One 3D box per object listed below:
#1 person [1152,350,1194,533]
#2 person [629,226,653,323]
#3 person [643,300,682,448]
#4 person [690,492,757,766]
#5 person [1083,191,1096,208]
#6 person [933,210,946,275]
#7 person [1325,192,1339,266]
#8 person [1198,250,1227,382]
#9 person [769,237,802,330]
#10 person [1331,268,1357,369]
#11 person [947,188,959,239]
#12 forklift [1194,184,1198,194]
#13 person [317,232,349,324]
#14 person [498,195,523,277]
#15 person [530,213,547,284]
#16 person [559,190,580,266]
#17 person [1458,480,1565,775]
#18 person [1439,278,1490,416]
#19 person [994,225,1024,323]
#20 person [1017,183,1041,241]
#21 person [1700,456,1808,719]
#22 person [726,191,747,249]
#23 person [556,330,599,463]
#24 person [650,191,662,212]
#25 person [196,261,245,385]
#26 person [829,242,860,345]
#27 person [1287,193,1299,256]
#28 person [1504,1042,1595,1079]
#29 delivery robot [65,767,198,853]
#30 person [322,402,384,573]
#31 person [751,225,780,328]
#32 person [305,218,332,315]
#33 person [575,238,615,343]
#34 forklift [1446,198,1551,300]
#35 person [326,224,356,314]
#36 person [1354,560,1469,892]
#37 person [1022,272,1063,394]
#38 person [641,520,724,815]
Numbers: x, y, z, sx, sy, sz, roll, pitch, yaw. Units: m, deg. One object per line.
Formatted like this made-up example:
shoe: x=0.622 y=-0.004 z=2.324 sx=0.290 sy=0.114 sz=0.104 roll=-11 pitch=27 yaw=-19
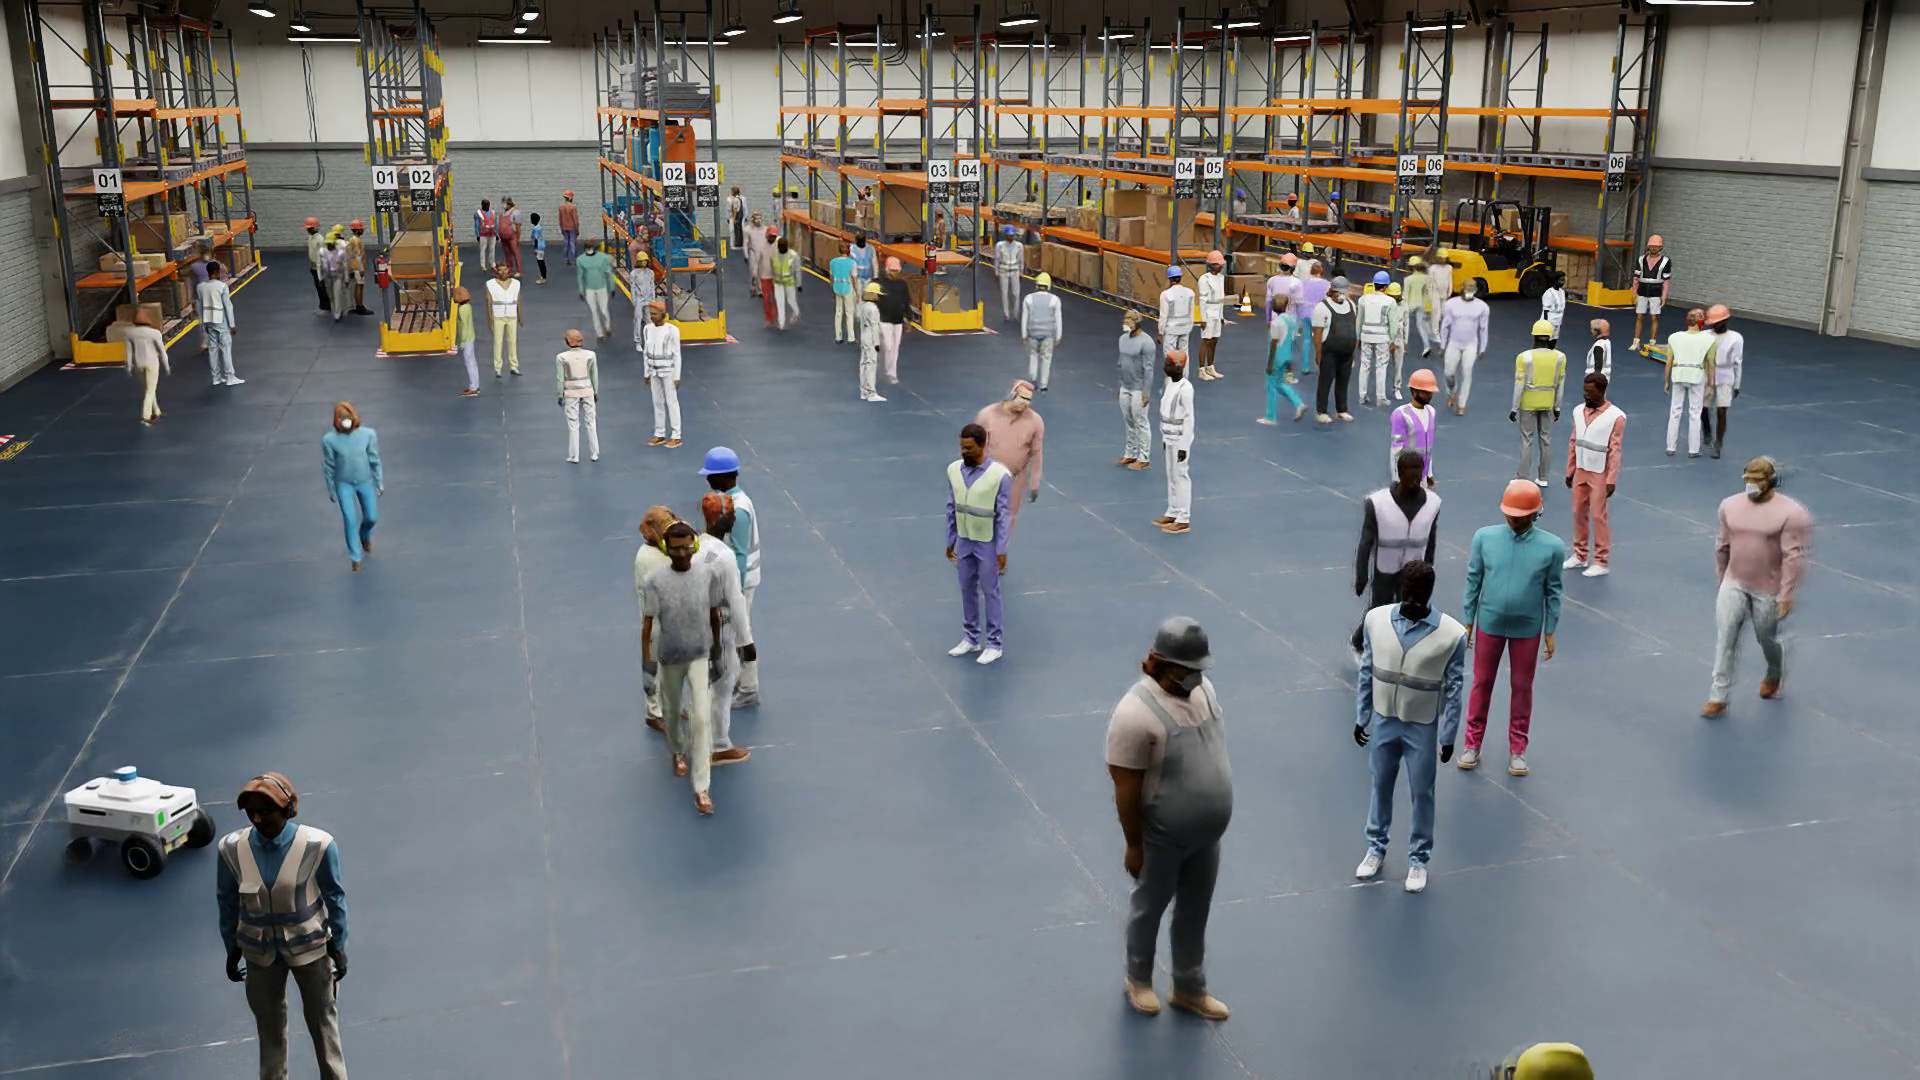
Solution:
person: x=2.214 y=-1.008 z=17.035 sx=0.356 sy=1.881 sz=0.575 roll=-3 pitch=15 yaw=-10
person: x=-6.306 y=-5.287 z=33.120 sx=0.401 sy=1.894 sz=0.654 roll=5 pitch=16 yaw=18
person: x=-3.799 y=-2.118 z=21.226 sx=0.578 sy=1.879 sz=0.347 roll=9 pitch=17 yaw=31
person: x=-1.585 y=0.597 z=11.011 sx=0.399 sy=1.871 sz=0.593 roll=-8 pitch=17 yaw=-28
person: x=3.855 y=-9.687 z=50.139 sx=0.539 sy=1.636 sz=0.901 roll=3 pitch=15 yaw=12
person: x=-0.507 y=-7.528 z=42.054 sx=0.316 sy=1.629 sz=0.509 roll=-5 pitch=16 yaw=-17
person: x=9.901 y=-8.264 z=44.208 sx=0.389 sy=1.949 sz=0.604 roll=6 pitch=16 yaw=21
person: x=3.992 y=-3.533 z=26.217 sx=0.365 sy=2.045 sz=0.615 roll=12 pitch=19 yaw=38
person: x=-3.341 y=-4.987 z=32.191 sx=0.638 sy=1.804 sz=0.748 roll=3 pitch=15 yaw=10
person: x=6.303 y=-3.620 z=27.275 sx=0.501 sy=1.670 sz=0.554 roll=0 pitch=15 yaw=2
person: x=-0.205 y=-10.322 z=52.575 sx=0.281 sy=1.625 sz=0.495 roll=10 pitch=18 yaw=33
forklift: x=7.392 y=-11.333 z=53.972 sx=1.873 sy=2.768 sz=1.129 roll=-4 pitch=15 yaw=-15
person: x=-12.454 y=-5.239 z=33.115 sx=0.581 sy=1.800 sz=0.800 roll=0 pitch=15 yaw=-2
person: x=-11.257 y=-7.580 z=41.460 sx=0.679 sy=2.000 sz=0.535 roll=9 pitch=18 yaw=32
person: x=-10.131 y=-7.006 z=39.978 sx=0.322 sy=1.690 sz=0.532 roll=-2 pitch=15 yaw=-6
person: x=-10.340 y=-8.266 z=44.129 sx=0.622 sy=1.992 sz=0.393 roll=9 pitch=17 yaw=30
person: x=3.602 y=0.568 z=10.906 sx=0.609 sy=1.986 sz=0.391 roll=6 pitch=16 yaw=20
person: x=7.076 y=-2.714 z=23.356 sx=0.657 sy=1.928 sz=0.416 roll=4 pitch=15 yaw=16
person: x=0.978 y=-5.266 z=32.983 sx=0.617 sy=1.921 sz=0.748 roll=-1 pitch=15 yaw=-5
person: x=2.238 y=-10.228 z=51.872 sx=0.814 sy=1.810 sz=0.618 roll=1 pitch=15 yaw=4
person: x=5.761 y=0.315 z=12.023 sx=0.899 sy=1.912 sz=0.639 roll=-14 pitch=20 yaw=-42
person: x=-6.596 y=-9.509 z=49.130 sx=0.635 sy=1.835 sz=0.431 roll=0 pitch=15 yaw=0
person: x=-4.656 y=-1.751 z=20.299 sx=0.514 sy=1.639 sz=0.310 roll=-8 pitch=17 yaw=-26
person: x=-8.400 y=-8.732 z=46.092 sx=0.458 sy=1.906 sz=0.618 roll=-10 pitch=18 yaw=-34
person: x=-11.524 y=-3.362 z=25.828 sx=0.591 sy=1.916 sz=0.392 roll=4 pitch=16 yaw=16
person: x=-2.089 y=-4.457 z=30.082 sx=0.569 sy=1.844 sz=0.378 roll=8 pitch=17 yaw=26
person: x=8.712 y=-8.117 z=43.678 sx=0.366 sy=1.939 sz=0.542 roll=0 pitch=15 yaw=2
person: x=1.690 y=2.279 z=4.979 sx=0.905 sy=1.715 sz=0.555 roll=1 pitch=15 yaw=5
delivery robot: x=-4.838 y=1.565 z=9.715 sx=0.707 sy=0.478 sz=0.477 roll=4 pitch=15 yaw=15
person: x=-5.731 y=-0.523 z=15.711 sx=0.514 sy=1.614 sz=0.461 roll=-7 pitch=17 yaw=-26
person: x=-3.714 y=-5.117 z=32.331 sx=0.716 sy=1.963 sz=0.581 roll=-3 pitch=15 yaw=-9
person: x=-13.204 y=-5.624 z=34.216 sx=0.404 sy=1.988 sz=0.615 roll=-13 pitch=20 yaw=-40
person: x=-6.628 y=-4.528 z=30.235 sx=0.665 sy=1.906 sz=0.441 roll=0 pitch=15 yaw=0
forklift: x=11.913 y=-6.508 z=37.130 sx=2.313 sy=2.155 sz=1.214 roll=-4 pitch=15 yaw=-15
person: x=-12.768 y=-5.582 z=34.340 sx=0.591 sy=1.834 sz=0.404 roll=3 pitch=15 yaw=10
person: x=2.521 y=1.019 z=9.358 sx=0.587 sy=1.911 sz=0.397 roll=9 pitch=17 yaw=31
person: x=1.249 y=-3.123 z=25.103 sx=0.616 sy=1.820 sz=0.490 roll=3 pitch=15 yaw=11
person: x=-1.767 y=0.750 z=10.558 sx=0.544 sy=1.822 sz=0.998 roll=-4 pitch=15 yaw=-16
